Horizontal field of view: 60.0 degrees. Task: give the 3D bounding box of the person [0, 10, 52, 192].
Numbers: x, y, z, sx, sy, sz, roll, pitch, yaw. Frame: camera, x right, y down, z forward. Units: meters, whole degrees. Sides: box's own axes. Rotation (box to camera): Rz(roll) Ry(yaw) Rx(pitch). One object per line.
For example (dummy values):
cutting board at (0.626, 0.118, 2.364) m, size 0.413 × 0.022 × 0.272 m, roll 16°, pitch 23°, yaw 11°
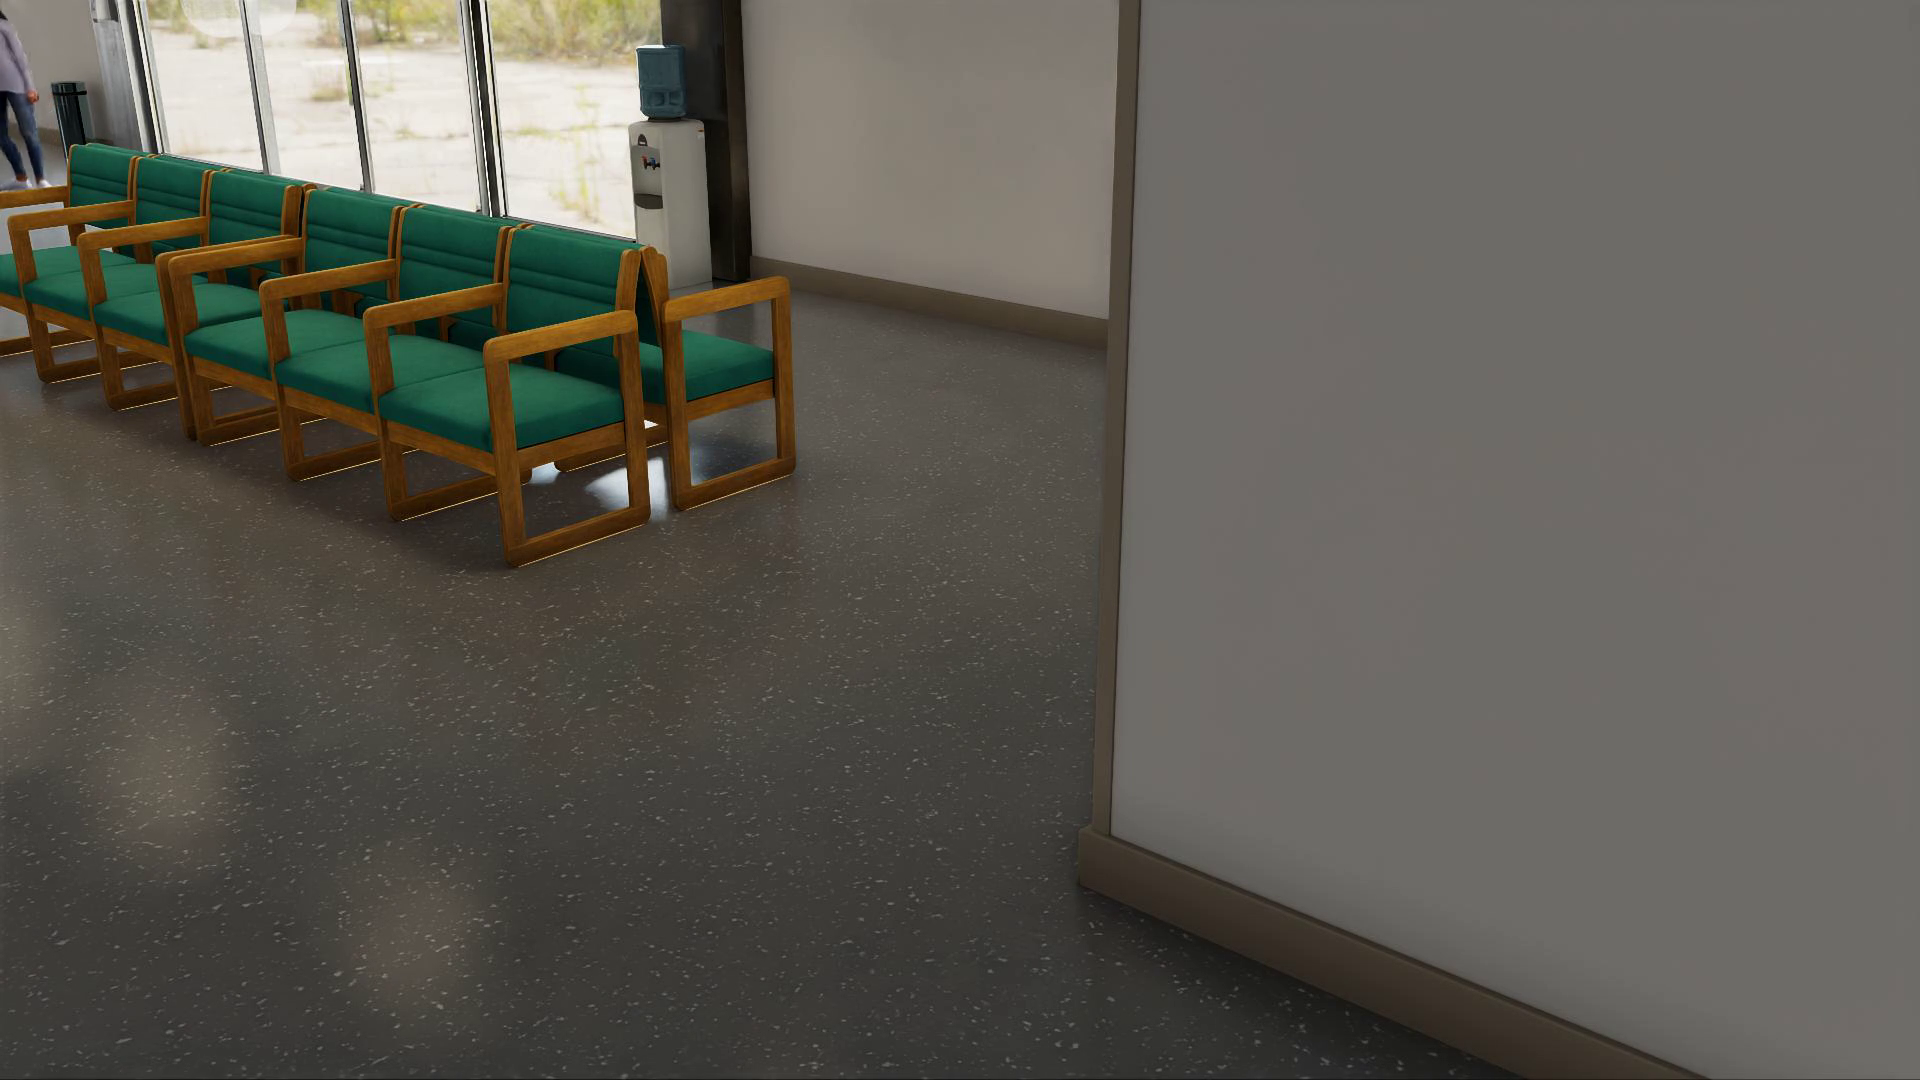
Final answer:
person at (-7.925, -3.767, 13.964) m, size 0.850 × 1.720 × 0.792 m, roll -1°, pitch 21°, yaw -2°
